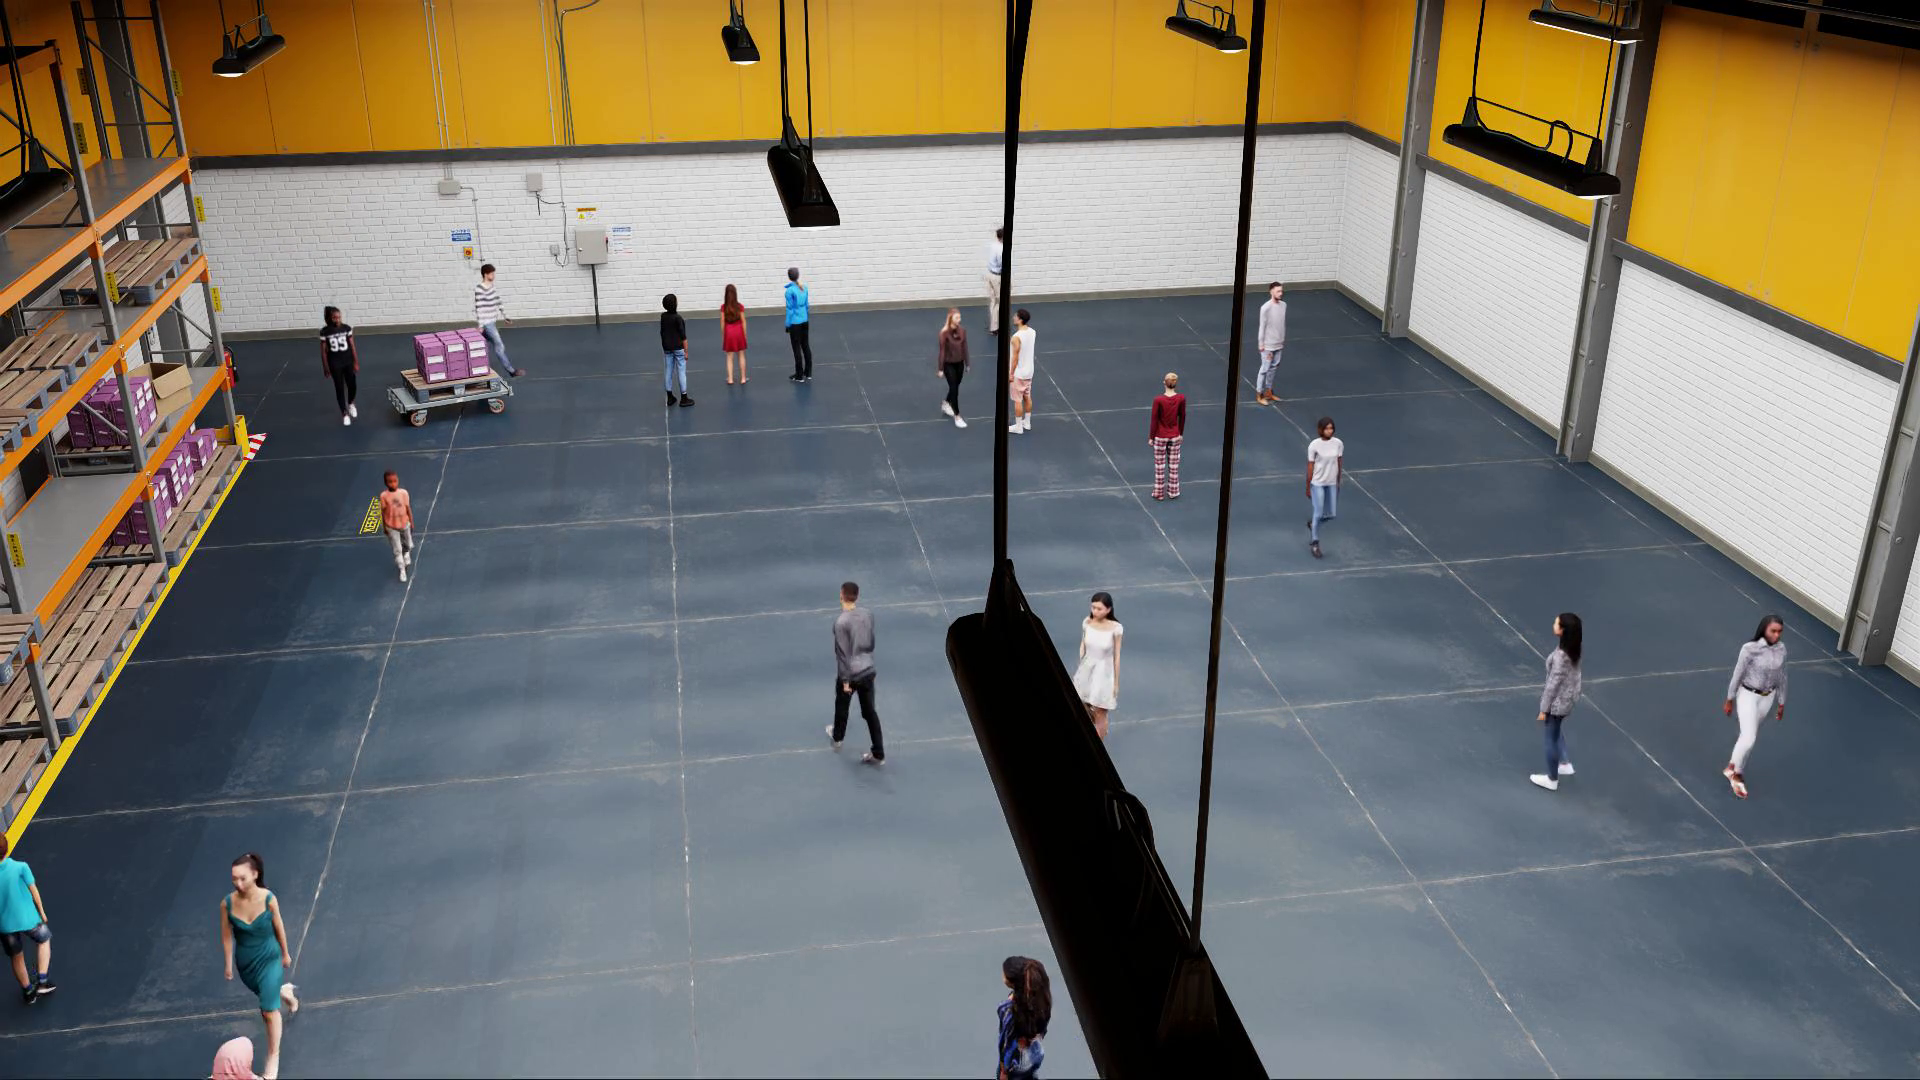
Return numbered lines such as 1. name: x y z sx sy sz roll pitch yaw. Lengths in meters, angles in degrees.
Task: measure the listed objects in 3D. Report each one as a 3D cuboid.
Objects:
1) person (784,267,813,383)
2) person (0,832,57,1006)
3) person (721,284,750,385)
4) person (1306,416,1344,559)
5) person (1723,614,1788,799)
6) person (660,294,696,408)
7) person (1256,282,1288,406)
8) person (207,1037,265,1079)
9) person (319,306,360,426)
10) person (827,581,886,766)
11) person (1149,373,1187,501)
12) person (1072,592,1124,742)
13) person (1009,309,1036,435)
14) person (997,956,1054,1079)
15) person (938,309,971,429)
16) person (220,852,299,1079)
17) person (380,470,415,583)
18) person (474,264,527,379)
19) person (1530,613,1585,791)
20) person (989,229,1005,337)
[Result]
1. person: -2.495 -3.335 25.655 0.722 1.799 0.693 20 30 38
2. person: -6.881 2.778 12.118 0.578 1.441 0.591 -9 25 -19
3. person: -3.482 -3.174 25.595 0.551 1.552 0.607 -3 24 -6
4. person: 4.256 -0.659 19.648 0.615 1.708 0.744 -6 24 -13
5. person: 7.072 1.411 14.908 0.642 1.712 0.725 -3 24 -6
6. person: -4.220 -2.810 24.575 0.662 1.701 0.690 9 25 20
7. person: 4.638 -2.948 24.720 0.760 1.839 0.728 -17 29 -34
8. person: -4.103 3.707 9.581 0.740 1.772 0.929 1 24 2
9. person: -8.907 -2.539 23.920 0.732 1.731 0.785 -11 26 -24
10. person: -0.898 1.264 15.225 1.136 1.727 0.950 22 32 40
11. person: 2.642 -1.337 21.209 0.638 1.699 0.521 -6 24 -14
12. person: 1.316 1.251 15.210 0.831 1.762 0.903 12 26 26
13. person: 0.871 -2.394 23.512 0.779 1.792 0.731 18 29 35
14. person: 0.449 3.333 10.644 0.981 1.605 0.909 17 29 34
15. person: -0.124 -2.508 23.919 0.901 1.674 1.118 -16 28 -32
16. person: -4.853 2.897 11.582 0.614 1.651 1.041 -1 24 -3
17. person: -6.477 -0.208 19.128 0.580 1.297 0.835 -9 25 -19
18. person: -7.381 -3.349 25.693 0.962 1.795 1.166 1 24 2
19. person: 5.414 1.464 14.775 0.768 1.719 0.804 -20 31 -38
20. person: 0.620 -4.383 28.043 0.994 1.807 0.547 -14 27 -28
